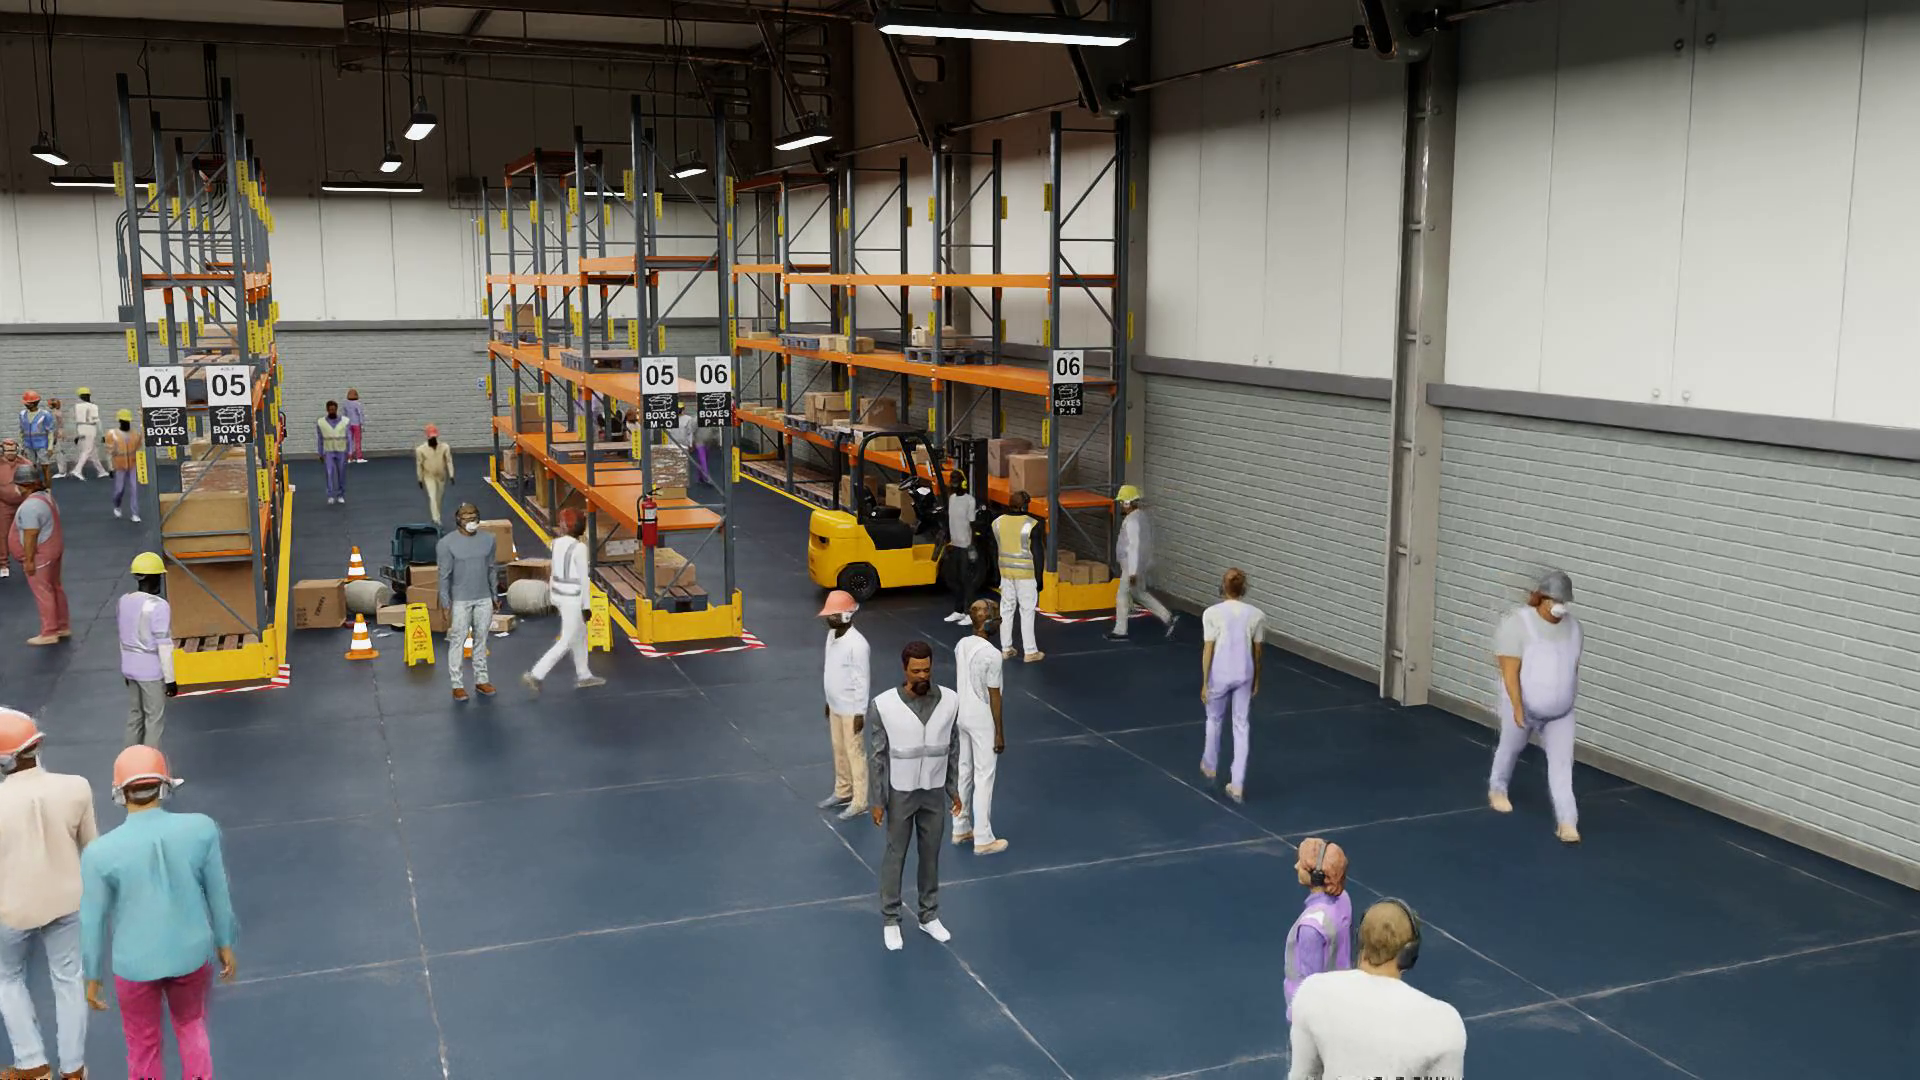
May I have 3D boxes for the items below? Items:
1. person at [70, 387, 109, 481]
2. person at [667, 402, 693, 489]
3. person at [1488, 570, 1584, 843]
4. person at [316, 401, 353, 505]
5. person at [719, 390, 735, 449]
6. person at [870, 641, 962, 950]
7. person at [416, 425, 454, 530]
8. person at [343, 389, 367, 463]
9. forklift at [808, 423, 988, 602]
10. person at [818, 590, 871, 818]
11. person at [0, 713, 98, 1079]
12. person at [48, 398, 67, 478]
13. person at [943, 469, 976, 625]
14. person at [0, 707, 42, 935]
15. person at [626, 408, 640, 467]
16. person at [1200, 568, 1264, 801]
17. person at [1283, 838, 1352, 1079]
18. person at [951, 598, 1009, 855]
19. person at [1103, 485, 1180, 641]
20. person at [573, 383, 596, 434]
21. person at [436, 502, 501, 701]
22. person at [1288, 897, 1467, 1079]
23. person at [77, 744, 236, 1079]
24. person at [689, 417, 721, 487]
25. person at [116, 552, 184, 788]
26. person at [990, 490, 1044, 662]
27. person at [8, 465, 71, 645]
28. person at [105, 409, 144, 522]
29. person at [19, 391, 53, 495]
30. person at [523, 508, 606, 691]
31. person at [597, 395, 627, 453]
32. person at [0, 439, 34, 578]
[{"bbox_3d":[-17.764,-2.159,33.765,0.645,1.869,0.939,3,10,20],"label":"person"},{"bbox_3d":[-5.419,-1.848,32.142,0.523,1.769,0.313,-3,10,-20],"label":"person"},{"bbox_3d":[4.325,1.145,12.440,0.674,2.000,1.065,0,9,-2],"label":"person"},{"bbox_3d":[-11.262,-1.558,29.997,0.597,1.874,0.971,-4,10,-22],"label":"person"},{"bbox_3d":[-5.587,-3.046,39.715,0.564,1.752,0.337,5,10,28],"label":"person"},{"bbox_3d":[-0.278,1.550,10.278,0.597,1.916,0.371,-4,10,-24],"label":"person"},{"bbox_3d":[-8.645,-1.053,27.364,0.553,1.705,0.936,-6,11,-34],"label":"person"},{"bbox_3d":[-13.395,-2.523,36.793,0.505,1.636,0.277,3,10,19],"label":"person"},{"bbox_3d":[-0.830,-0.399,21.676,2.313,2.155,1.214,-4,10,-21],"label":"forklift"},{"bbox_3d":[-0.898,1.243,12.733,0.346,1.747,0.572,-5,11,-31],"label":"person"},{"bbox_3d":[-4.656,1.820,8.396,0.506,1.981,0.666,8,12,43],"label":"person"},{"bbox_3d":[-18.487,-2.091,34.057,0.307,1.643,0.514,-4,10,-22],"label":"person"},{"bbox_3d":[0.005,0.078,19.738,0.320,1.860,0.523,-6,11,-33],"label":"person"},{"bbox_3d":[-5.833,1.645,9.920,0.556,1.833,0.982,0,9,-1],"label":"person"},{"bbox_3d":[-6.168,-1.672,31.441,0.277,1.636,0.504,5,10,27],"label":"person"},{"bbox_3d":[2.160,1.119,13.352,0.522,1.795,0.920,-1,9,-5],"label":"person"},{"bbox_3d":[1.607,2.132,7.473,0.309,1.645,0.514,4,10,25],"label":"person"},{"bbox_3d":[0.145,1.330,11.938,0.349,1.837,0.502,-6,11,-35],"label":"person"},{"bbox_3d":[2.050,0.269,18.748,0.777,1.796,0.627,2,9,15],"label":"person"},{"bbox_3d":[-7.930,-2.437,35.037,0.641,2.020,0.775,4,10,22],"label":"person"},{"bbox_3d":[-4.788,0.590,16.251,0.352,1.937,0.635,9,13,44],"label":"person"},{"bbox_3d":[1.510,2.220,6.035,0.633,1.917,0.460,7,12,39],"label":"person"},{"bbox_3d":[-3.740,1.926,7.737,0.477,1.966,0.651,8,12,43],"label":"person"},{"bbox_3d":[-4.996,-1.889,32.694,0.630,1.678,0.966,-7,11,-37],"label":"person"},{"bbox_3d":[-6.546,1.052,13.451,0.600,1.913,0.430,6,11,32],"label":"person"},{"bbox_3d":[0.642,0.384,17.855,0.620,1.845,0.429,6,11,33],"label":"person"},{"bbox_3d":[-10.411,0.145,18.733,0.536,2.000,0.701,-2,9,-10],"label":"person"},{"bbox_3d":[-14.051,-1.265,28.006,0.599,1.913,0.618,-8,12,-41],"label":"person"},{"bbox_3d":[-16.922,-1.714,30.452,0.605,2.036,0.393,0,9,3],"label":"person"},{"bbox_3d":[-3.932,0.610,16.428,0.843,1.854,0.592,-7,11,-37],"label":"person"},{"bbox_3d":[-6.343,-1.690,30.277,0.395,2.044,0.609,9,13,44],"label":"person"},{"bbox_3d":[-13.030,-0.446,22.895,0.638,1.903,0.408,-8,12,-42],"label":"person"}]
